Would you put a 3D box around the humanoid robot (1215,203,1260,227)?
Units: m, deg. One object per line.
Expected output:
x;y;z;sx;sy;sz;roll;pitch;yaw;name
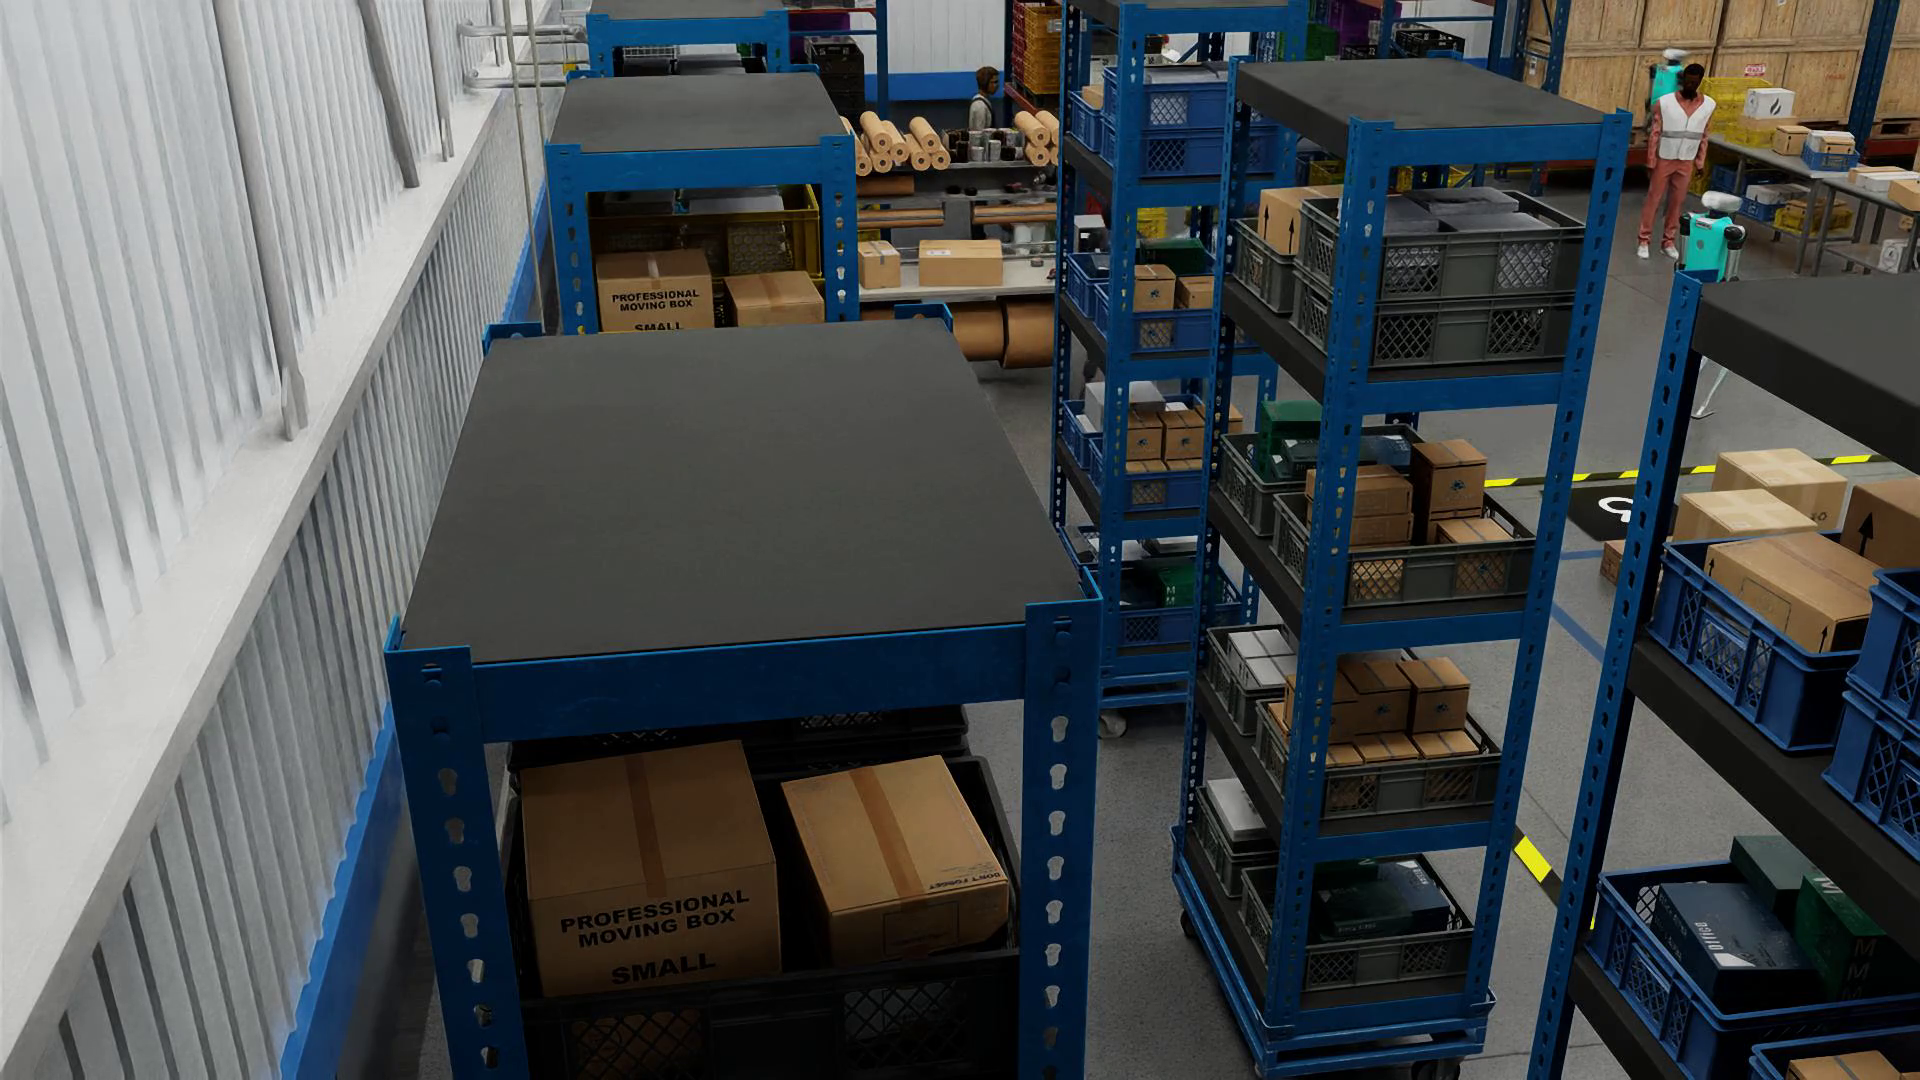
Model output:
2.537;-2.874;14.857;0.607;1.637;0.495;1;25;3;humanoid robot

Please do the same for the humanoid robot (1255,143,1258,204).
3.038;-4.325;18.085;0.751;1.649;0.601;-6;25;-12;humanoid robot

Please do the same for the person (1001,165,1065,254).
0.630;-2.628;14.146;0.483;1.836;0.774;-6;25;-13;person

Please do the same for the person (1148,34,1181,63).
2.310;-5.028;19.352;0.563;1.837;0.396;-16;29;-31;person

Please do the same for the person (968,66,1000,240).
0.236;-3.831;16.751;0.340;1.838;0.505;-1;25;-2;person

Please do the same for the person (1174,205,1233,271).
1.839;-1.769;12.407;0.560;1.709;0.498;7;26;16;person

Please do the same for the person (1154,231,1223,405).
1.509;-1.120;10.888;0.628;1.835;0.432;7;26;15;person

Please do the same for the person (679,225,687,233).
-2.526;-2.856;14.406;0.634;2.025;0.549;-1;25;-3;person

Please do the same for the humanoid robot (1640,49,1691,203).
7.971;-4.525;18.460;0.786;1.828;0.563;-11;27;-22;humanoid robot

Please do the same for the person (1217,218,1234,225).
2.725;-3.787;16.767;0.518;1.735;0.742;-13;28;-26;person

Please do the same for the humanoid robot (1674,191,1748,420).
5.556;-1.729;12.139;0.735;1.677;0.533;-12;27;-24;humanoid robot

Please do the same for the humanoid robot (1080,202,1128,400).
1.141;-1.758;12.475;0.610;1.631;0.669;17;30;33;humanoid robot

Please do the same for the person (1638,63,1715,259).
7.086;-3.751;16.485;0.587;1.914;0.394;1;25;1;person

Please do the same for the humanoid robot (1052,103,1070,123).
0.976;-4.584;18.445;0.675;1.758;0.548;13;28;27;humanoid robot
